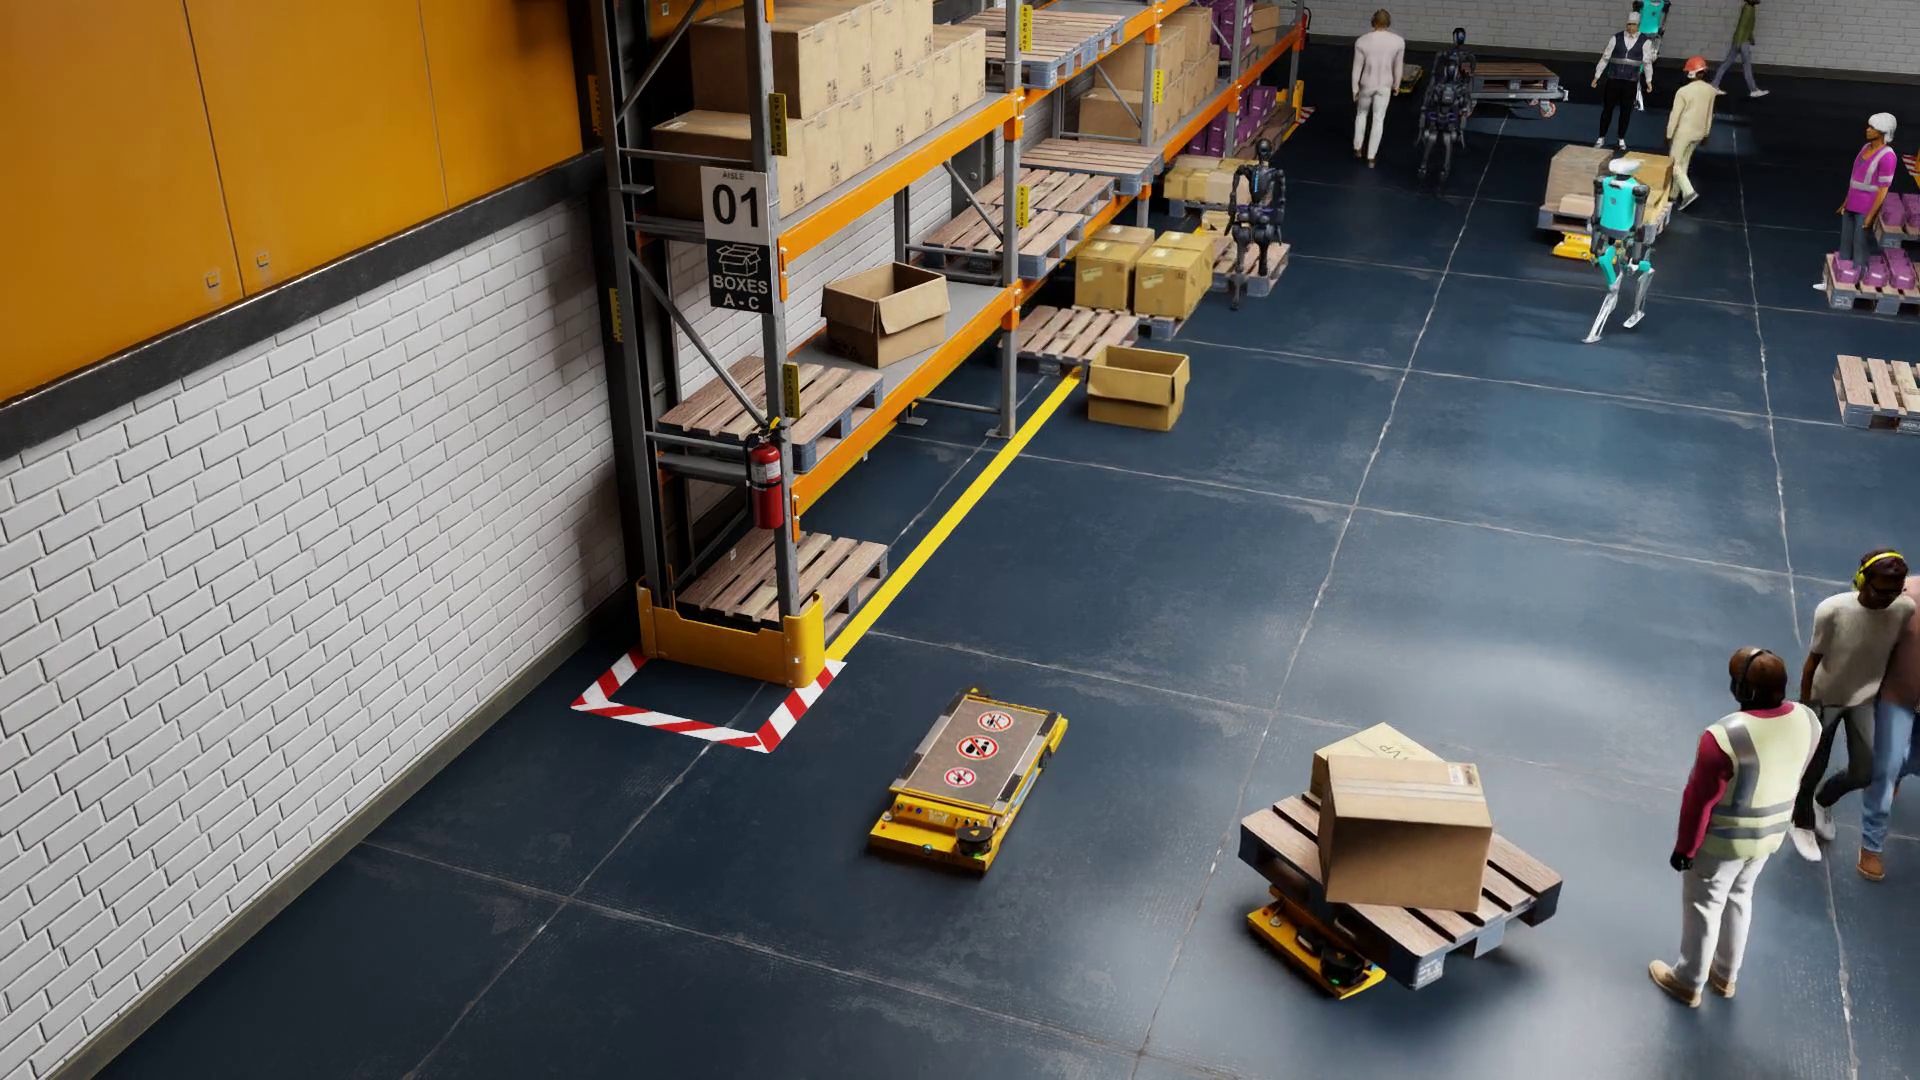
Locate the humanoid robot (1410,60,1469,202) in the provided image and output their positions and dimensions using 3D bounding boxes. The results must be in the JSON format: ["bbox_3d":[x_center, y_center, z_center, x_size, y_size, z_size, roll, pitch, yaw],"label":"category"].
[{"bbox_3d":[5.657,-4.821,19.563,0.587,1.643,0.342,2,27,4],"label":"humanoid robot"}]

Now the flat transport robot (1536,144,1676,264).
[{"bbox_3d":[7.014,-3.340,18.229,0.659,0.231,1.431,15,31,27],"label":"flat transport robot"}]

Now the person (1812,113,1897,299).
[{"bbox_3d":[8.886,-3.290,16.410,0.336,1.848,0.512,-2,27,-4],"label":"person"}]

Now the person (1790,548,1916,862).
[{"bbox_3d":[4.479,0.836,8.409,0.535,1.842,0.407,1,27,3],"label":"person"}]

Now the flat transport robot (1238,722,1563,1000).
[{"bbox_3d":[2.189,1.780,8.299,1.431,0.231,0.659,-17,32,-29],"label":"flat transport robot"}]

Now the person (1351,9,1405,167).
[{"bbox_3d":[5.295,-5.790,21.202,0.638,1.904,0.895,6,28,11],"label":"person"}]

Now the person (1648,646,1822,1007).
[{"bbox_3d":[3.474,1.314,7.512,0.633,1.825,0.433,-11,29,-20],"label":"person"}]

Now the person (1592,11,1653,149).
[{"bbox_3d":[8.698,-6.034,21.828,0.751,1.758,0.433,10,29,18],"label":"person"}]

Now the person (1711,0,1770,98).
[{"bbox_3d":[11.628,-7.349,24.553,0.842,1.588,0.512,9,29,16],"label":"person"}]

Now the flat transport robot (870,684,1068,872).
[{"bbox_3d":[0.079,1.290,9.248,0.659,0.231,1.431,10,29,18],"label":"flat transport robot"}]

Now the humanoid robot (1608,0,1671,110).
[{"bbox_3d":[9.698,-7.070,23.923,0.530,1.810,0.797,-3,27,-6],"label":"humanoid robot"}]

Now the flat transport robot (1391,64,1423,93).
[{"bbox_3d":[6.680,-7.096,25.515,0.659,0.231,1.431,10,29,19],"label":"flat transport robot"}]

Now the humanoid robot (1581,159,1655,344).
[{"bbox_3d":[6.227,-2.704,15.459,1.029,1.764,0.536,-19,33,-32],"label":"humanoid robot"}]

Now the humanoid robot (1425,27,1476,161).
[{"bbox_3d":[6.268,-5.696,21.245,0.599,1.659,0.315,10,29,19],"label":"humanoid robot"}]

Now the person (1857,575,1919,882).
[{"bbox_3d":[4.898,0.738,8.478,0.649,1.958,0.842,9,29,17],"label":"person"}]

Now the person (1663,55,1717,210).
[{"bbox_3d":[8.495,-4.726,19.328,0.589,1.726,0.635,-10,29,-19],"label":"person"}]

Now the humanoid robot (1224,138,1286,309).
[{"bbox_3d":[2.880,-3.116,16.314,0.589,1.625,0.785,10,29,18],"label":"humanoid robot"}]
